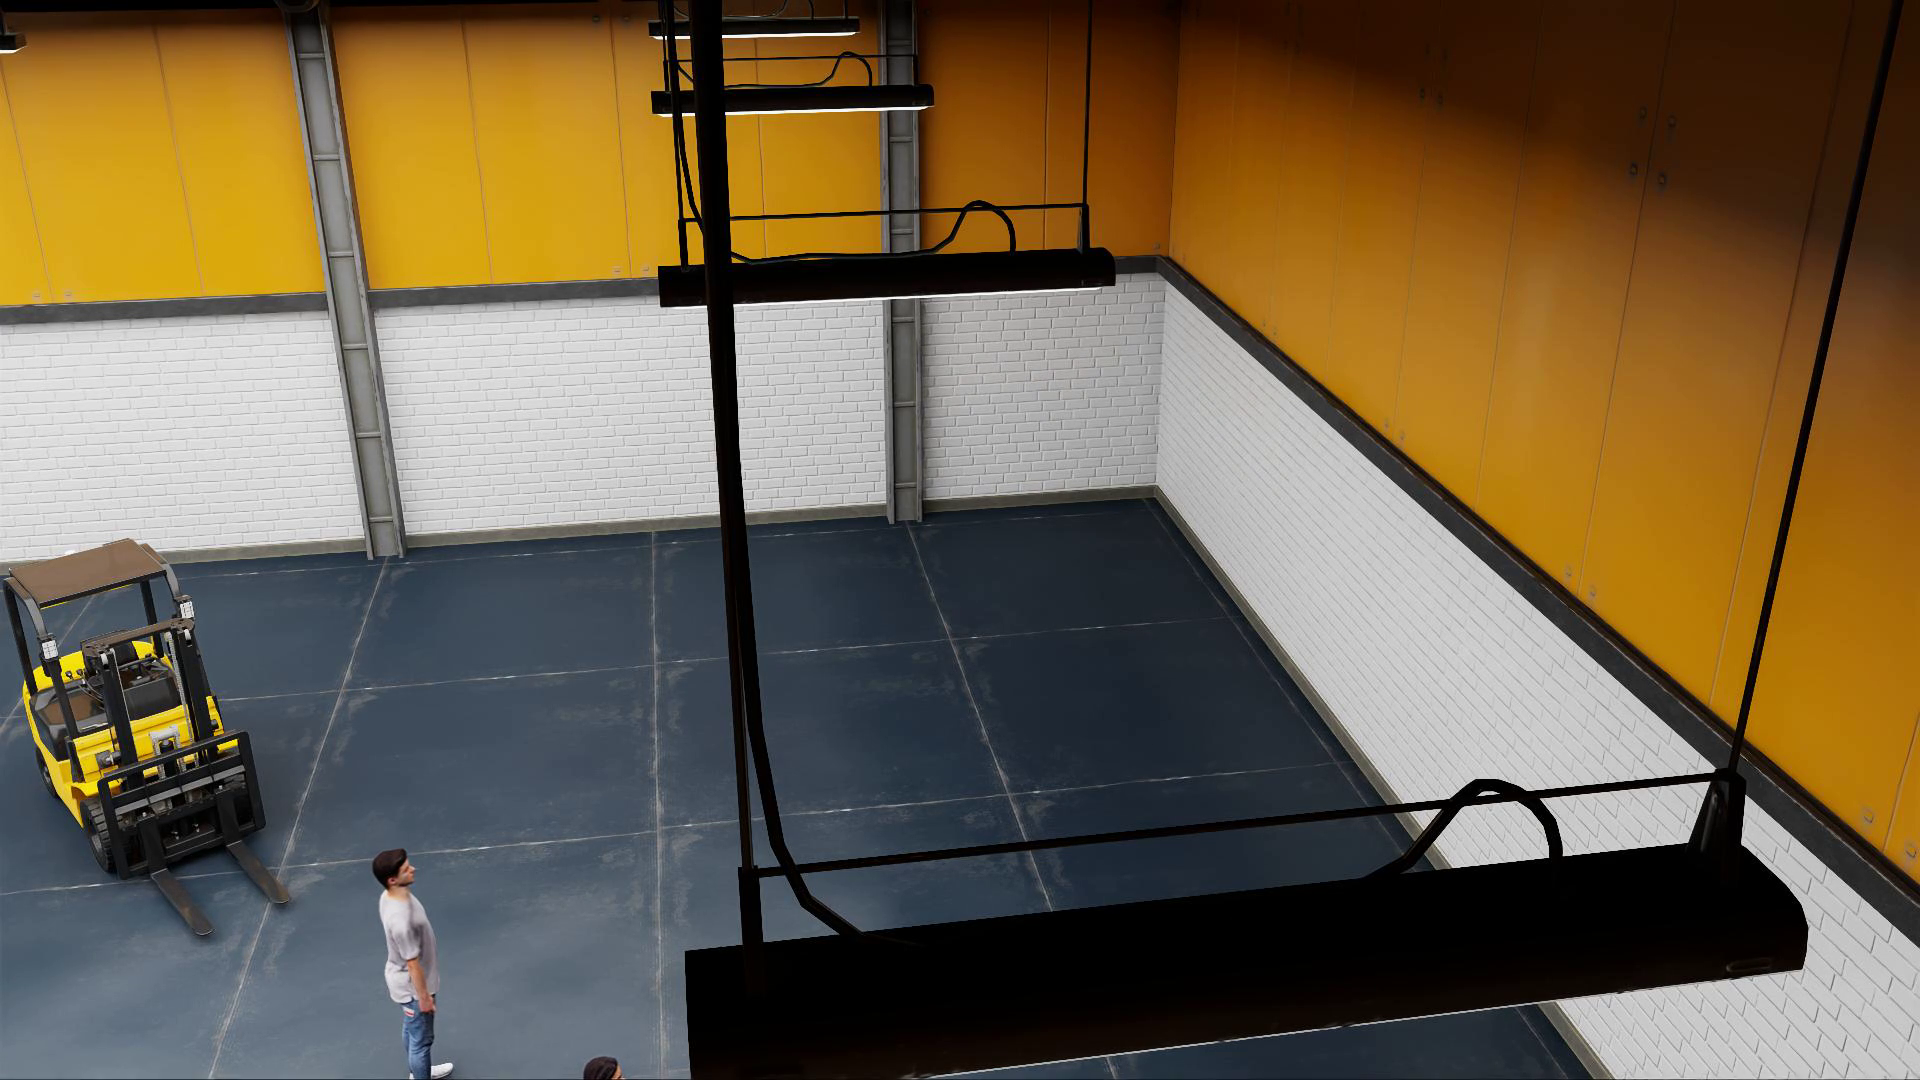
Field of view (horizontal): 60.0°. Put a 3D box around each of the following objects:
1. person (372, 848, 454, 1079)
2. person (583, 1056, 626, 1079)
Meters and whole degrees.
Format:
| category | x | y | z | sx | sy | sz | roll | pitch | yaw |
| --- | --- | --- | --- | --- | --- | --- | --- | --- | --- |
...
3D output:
| category | x | y | z | sx | sy | sz | roll | pitch | yaw |
| --- | --- | --- | --- | --- | --- | --- | --- | --- | --- |
| person | -3.524 | 2.801 | 10.698 | 0.657 | 1.890 | 0.727 | -10 | 26 | -22 |
| person | -1.880 | 3.553 | 9.075 | 0.534 | 1.812 | 0.623 | -3 | 24 | -6 |
